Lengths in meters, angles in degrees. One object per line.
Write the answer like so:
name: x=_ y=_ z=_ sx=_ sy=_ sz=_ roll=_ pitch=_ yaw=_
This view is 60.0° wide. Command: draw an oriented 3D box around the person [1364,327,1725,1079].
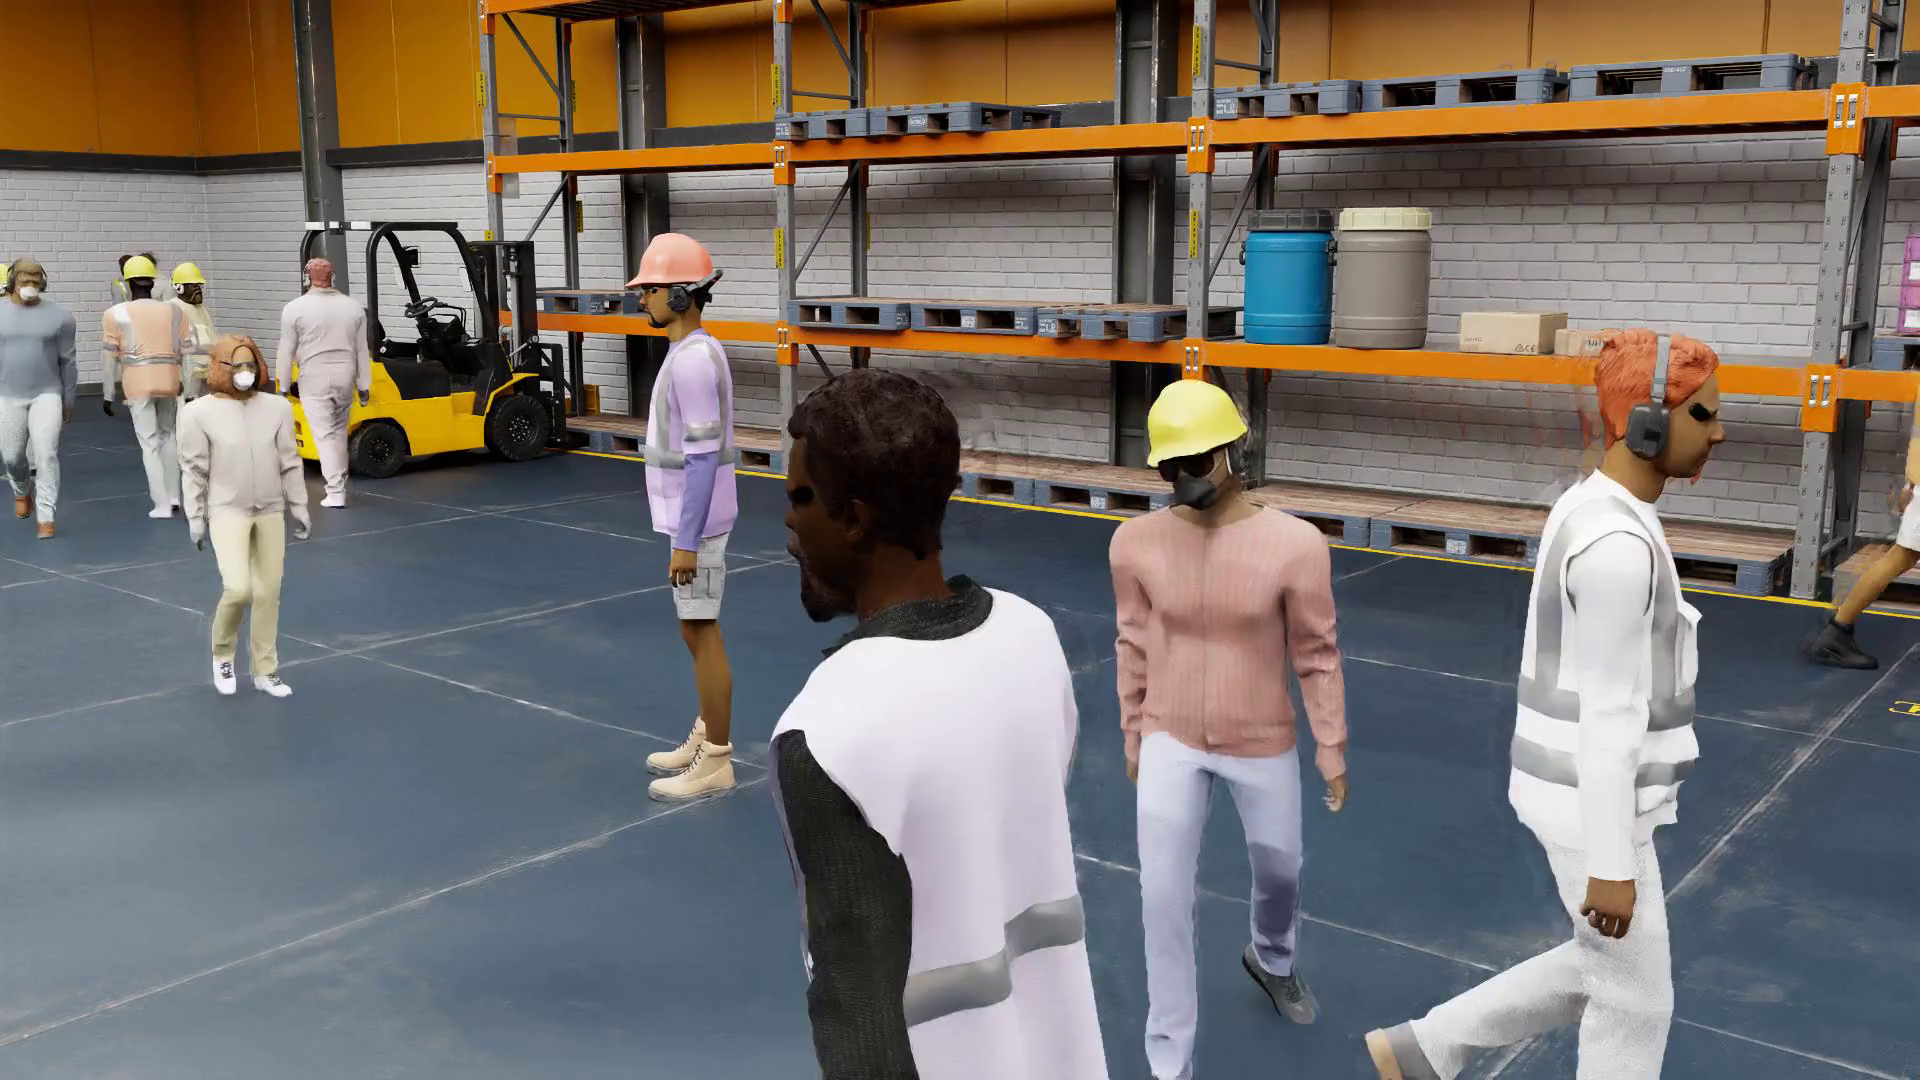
person: x=1.197 y=0.513 z=3.280 sx=0.638 sy=1.864 sz=0.579 roll=4 pitch=11 yaw=21

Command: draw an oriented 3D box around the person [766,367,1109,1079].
person: x=-0.050 y=0.711 z=2.186 sx=0.993 sy=1.868 sz=0.598 roll=7 pitch=12 yaw=32

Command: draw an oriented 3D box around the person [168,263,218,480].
person: x=-6.459 y=-1.414 z=14.043 sx=0.404 sy=1.831 sz=0.600 roll=1 pitch=10 yaw=5

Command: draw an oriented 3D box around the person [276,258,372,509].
person: x=-4.905 y=-1.193 z=12.703 sx=0.791 sy=1.882 sz=0.648 roll=9 pitch=14 yaw=41

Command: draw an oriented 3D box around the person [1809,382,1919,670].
person: x=4.547 y=-0.289 z=7.707 sx=1.037 sy=1.889 sz=0.550 roll=4 pitch=11 yaw=22

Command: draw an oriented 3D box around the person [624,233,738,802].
person: x=-0.998 y=-0.075 z=6.042 sx=0.377 sy=2.044 sz=0.608 roll=-2 pitch=10 yaw=-10

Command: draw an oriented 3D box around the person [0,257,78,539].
person: x=-6.394 y=-0.984 z=11.442 sx=0.644 sy=1.913 sz=0.708 roll=-6 pitch=12 yaw=-28

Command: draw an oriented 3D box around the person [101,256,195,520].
person: x=-5.944 y=-1.104 z=12.138 sx=0.651 sy=1.906 sz=0.589 roll=9 pitch=14 yaw=42

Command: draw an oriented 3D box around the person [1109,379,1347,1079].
person: x=0.637 y=0.459 z=3.968 sx=0.557 sy=1.721 sz=0.842 roll=3 pitch=11 yaw=16

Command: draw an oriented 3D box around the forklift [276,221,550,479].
forklift: x=-4.922 y=-1.741 z=14.854 sx=1.214 sy=2.155 sz=2.313 roll=8 pitch=13 yaw=38

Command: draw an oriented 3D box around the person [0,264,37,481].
person: x=-8.018 y=-1.417 z=14.088 sx=0.403 sy=1.826 sz=0.596 roll=-3 pitch=11 yaw=-16

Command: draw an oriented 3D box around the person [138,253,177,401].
person: x=-9.882 y=-2.571 z=20.381 sx=0.637 sy=1.855 sz=1.058 roll=0 pitch=10 yaw=1

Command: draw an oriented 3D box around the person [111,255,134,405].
person: x=-10.129 y=-2.570 z=20.422 sx=0.430 sy=1.843 sz=0.626 roll=5 pitch=11 yaw=25

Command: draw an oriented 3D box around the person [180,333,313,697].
person: x=-3.110 y=-0.092 z=7.309 sx=0.338 sy=1.624 sz=0.505 roll=8 pitch=13 yaw=38
